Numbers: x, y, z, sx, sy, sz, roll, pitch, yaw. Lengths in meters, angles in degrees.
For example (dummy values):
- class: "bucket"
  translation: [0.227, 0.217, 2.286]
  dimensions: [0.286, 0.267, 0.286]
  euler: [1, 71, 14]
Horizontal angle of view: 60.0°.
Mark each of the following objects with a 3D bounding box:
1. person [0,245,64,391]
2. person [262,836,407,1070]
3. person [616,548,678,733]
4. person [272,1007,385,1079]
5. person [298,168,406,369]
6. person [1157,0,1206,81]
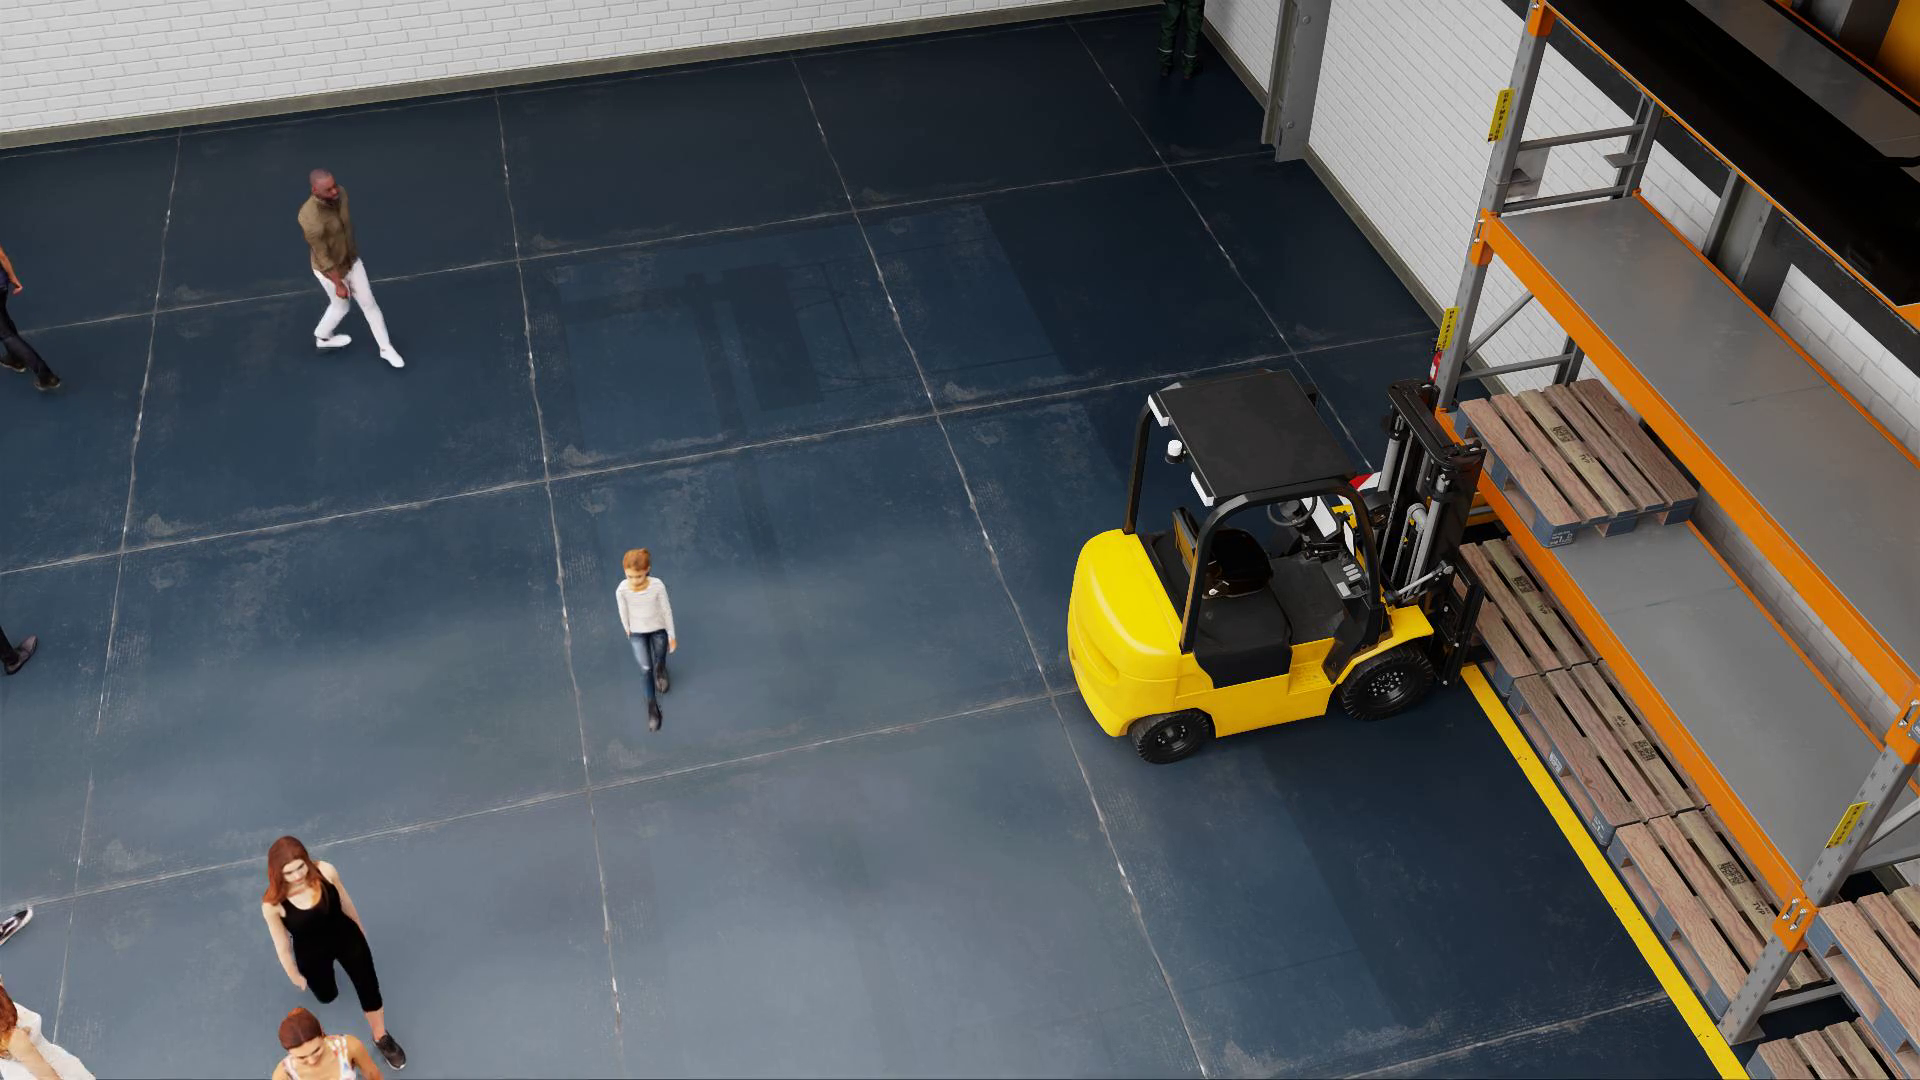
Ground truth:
- class: "person"
  translation: [-7.341, -1.872, 12.626]
  dimensions: [1.095, 1.765, 1.078]
  euler: [18, 47, 18]
- class: "person"
  translation: [-3.283, 2.047, 8.557]
  dimensions: [0.877, 1.704, 1.109]
  euler: [-32, 52, -29]
- class: "person"
  translation: [-1.946, 0.509, 10.470]
  dimensions: [0.502, 1.292, 0.865]
  euler: [-8, 44, -8]
- class: "person"
  translation: [-2.917, 2.659, 7.859]
  dimensions: [0.629, 1.781, 0.701]
  euler: [-17, 46, -17]
- class: "person"
  translation: [-4.870, -2.129, 12.890]
  dimensions: [1.131, 1.774, 1.100]
  euler: [12, 45, 12]
- class: "person"
  translation: [2.215, -5.460, 16.294]
  dimensions: [0.766, 1.901, 0.791]
  euler: [16, 46, 16]
